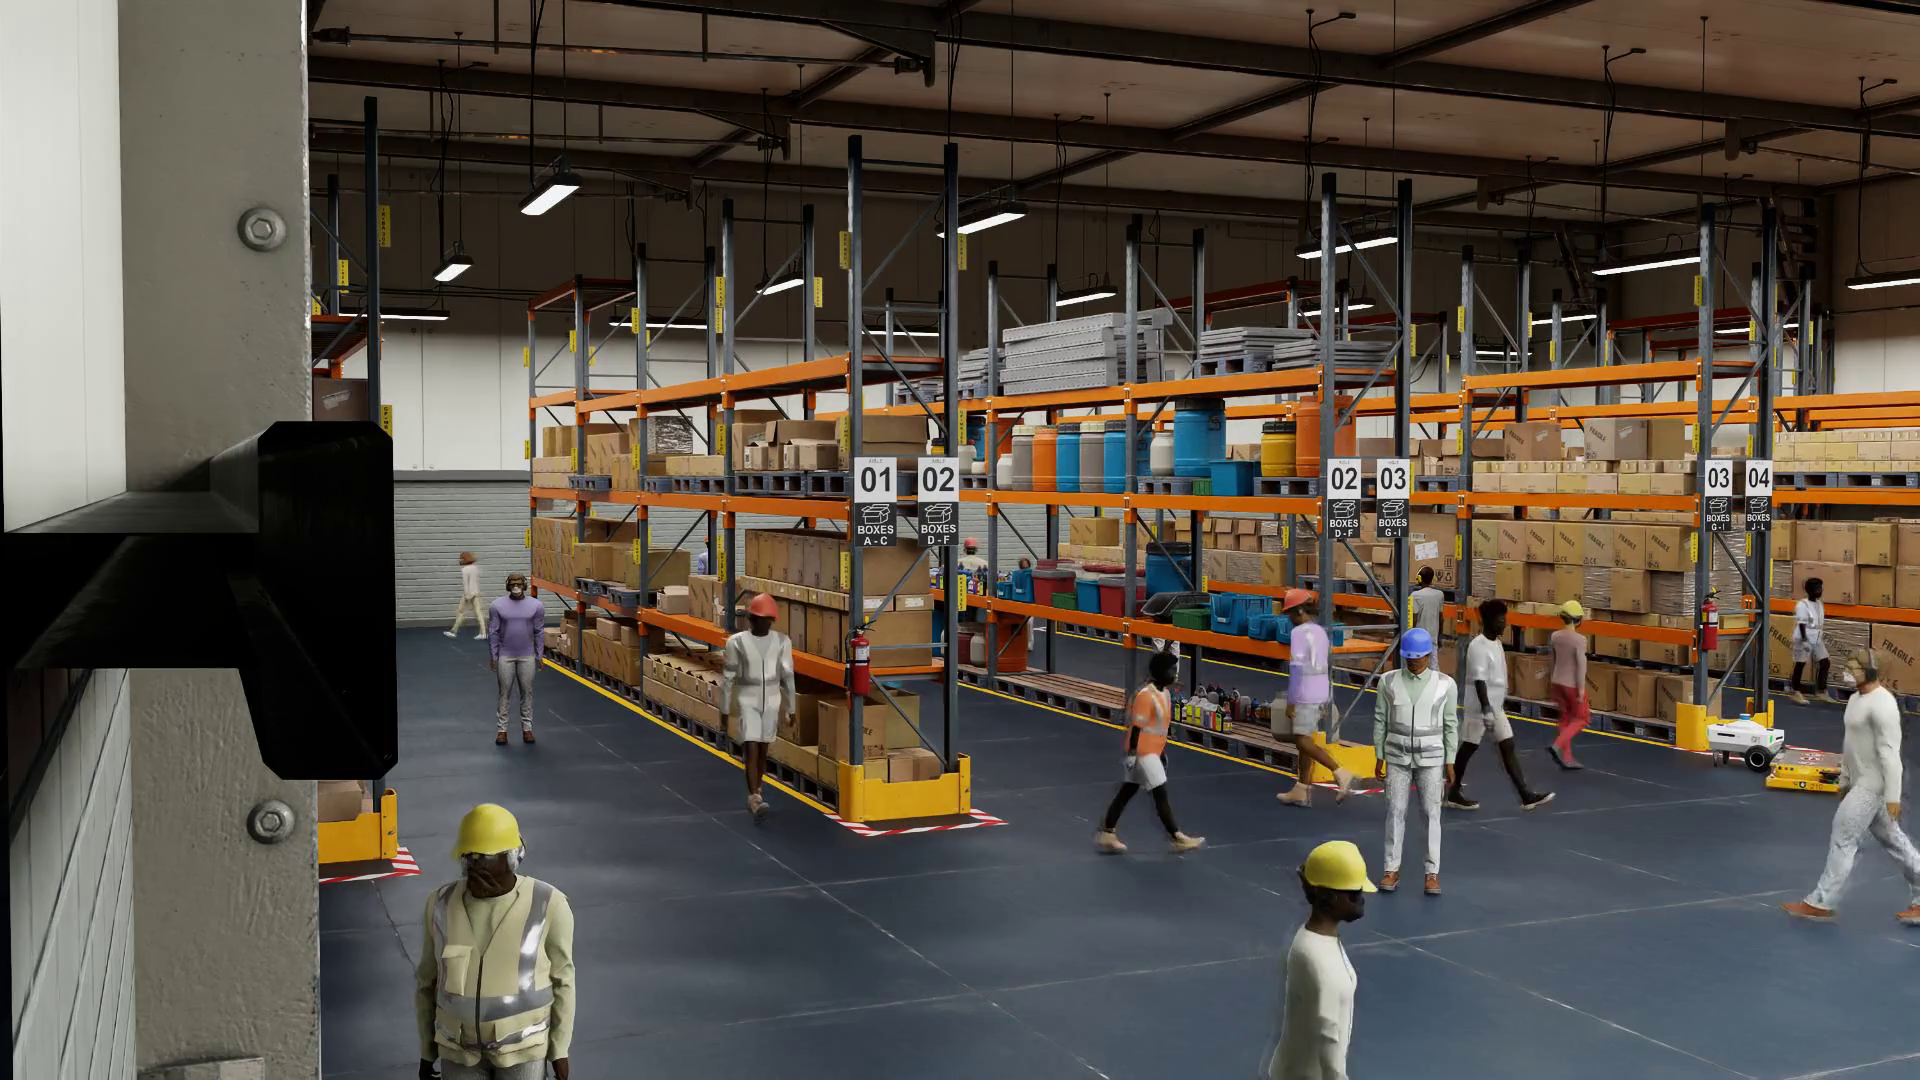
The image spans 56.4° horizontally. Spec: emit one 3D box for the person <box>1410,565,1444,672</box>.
[{"bbox_3d":[5.945,1.258,22.906,0.521,1.874,0.328,-1,2,-20],"label":"person"}]

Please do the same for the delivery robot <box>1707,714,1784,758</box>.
[{"bbox_3d":[8.142,2.047,18.588,0.477,0.478,0.707,-2,3,-44],"label":"delivery robot"}]

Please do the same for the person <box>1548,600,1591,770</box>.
[{"bbox_3d":[6.211,1.491,18.366,0.455,1.754,0.527,-1,2,-24],"label":"person"}]

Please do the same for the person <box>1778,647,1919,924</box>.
[{"bbox_3d":[6.163,1.666,12.147,1.049,1.888,0.643,1,2,14],"label":"person"}]

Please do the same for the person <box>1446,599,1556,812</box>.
[{"bbox_3d":[4.824,1.494,16.091,0.997,1.911,0.635,2,3,38],"label":"person"}]

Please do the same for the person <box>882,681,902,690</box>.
[{"bbox_3d":[-0.810,1.395,20.388,0.557,1.796,0.920,-1,2,-27],"label":"person"}]

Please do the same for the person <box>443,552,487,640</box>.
[{"bbox_3d":[-9.019,1.018,32.740,0.833,1.594,0.513,1,2,17],"label":"person"}]

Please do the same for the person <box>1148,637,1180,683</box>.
[{"bbox_3d":[2.950,1.158,25.909,0.625,1.845,0.429,-1,2,-20],"label":"person"}]

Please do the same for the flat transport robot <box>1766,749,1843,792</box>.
[{"bbox_3d":[8.401,2.267,17.702,0.652,0.197,1.431,1,3,30],"label":"flat transport robot"}]

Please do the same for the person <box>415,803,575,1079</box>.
[{"bbox_3d":[-1.759,1.897,6.749,0.599,1.830,0.404,0,2,2],"label":"person"}]

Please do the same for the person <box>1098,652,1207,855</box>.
[{"bbox_3d":[1.512,1.703,14.338,0.895,1.626,0.528,1,2,17],"label":"person"}]

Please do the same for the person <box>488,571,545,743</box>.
[{"bbox_3d":[-5.024,1.324,20.309,0.627,1.941,0.373,-1,2,-16],"label":"person"}]

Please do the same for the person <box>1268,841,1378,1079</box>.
[{"bbox_3d":[1.326,1.953,6.424,0.586,1.749,0.538,1,2,20],"label":"person"}]

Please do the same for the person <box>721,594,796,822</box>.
[{"bbox_3d":[-1.740,1.474,15.826,0.627,1.981,1.037,-1,2,-24],"label":"person"}]

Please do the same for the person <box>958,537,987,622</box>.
[{"bbox_3d":[0.178,0.931,30.424,0.612,1.959,0.950,-1,2,-19],"label":"person"}]

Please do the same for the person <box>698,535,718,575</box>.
[{"bbox_3d":[-4.543,0.847,32.843,0.543,1.933,0.363,-1,2,-19],"label":"person"}]

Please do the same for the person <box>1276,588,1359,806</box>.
[{"bbox_3d":[3.257,1.446,16.359,0.765,2.001,0.695,1,3,34],"label":"person"}]

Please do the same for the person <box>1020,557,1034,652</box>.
[{"bbox_3d":[1.088,1.098,30.575,0.516,1.602,0.744,0,2,5],"label":"person"}]

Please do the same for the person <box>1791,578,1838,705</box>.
[{"bbox_3d":[11.162,1.333,23.398,0.546,1.675,0.650,-1,2,-27],"label":"person"}]

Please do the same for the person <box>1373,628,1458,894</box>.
[{"bbox_3d":[3.323,1.602,13.086,0.604,1.937,0.402,1,2,20],"label":"person"}]
